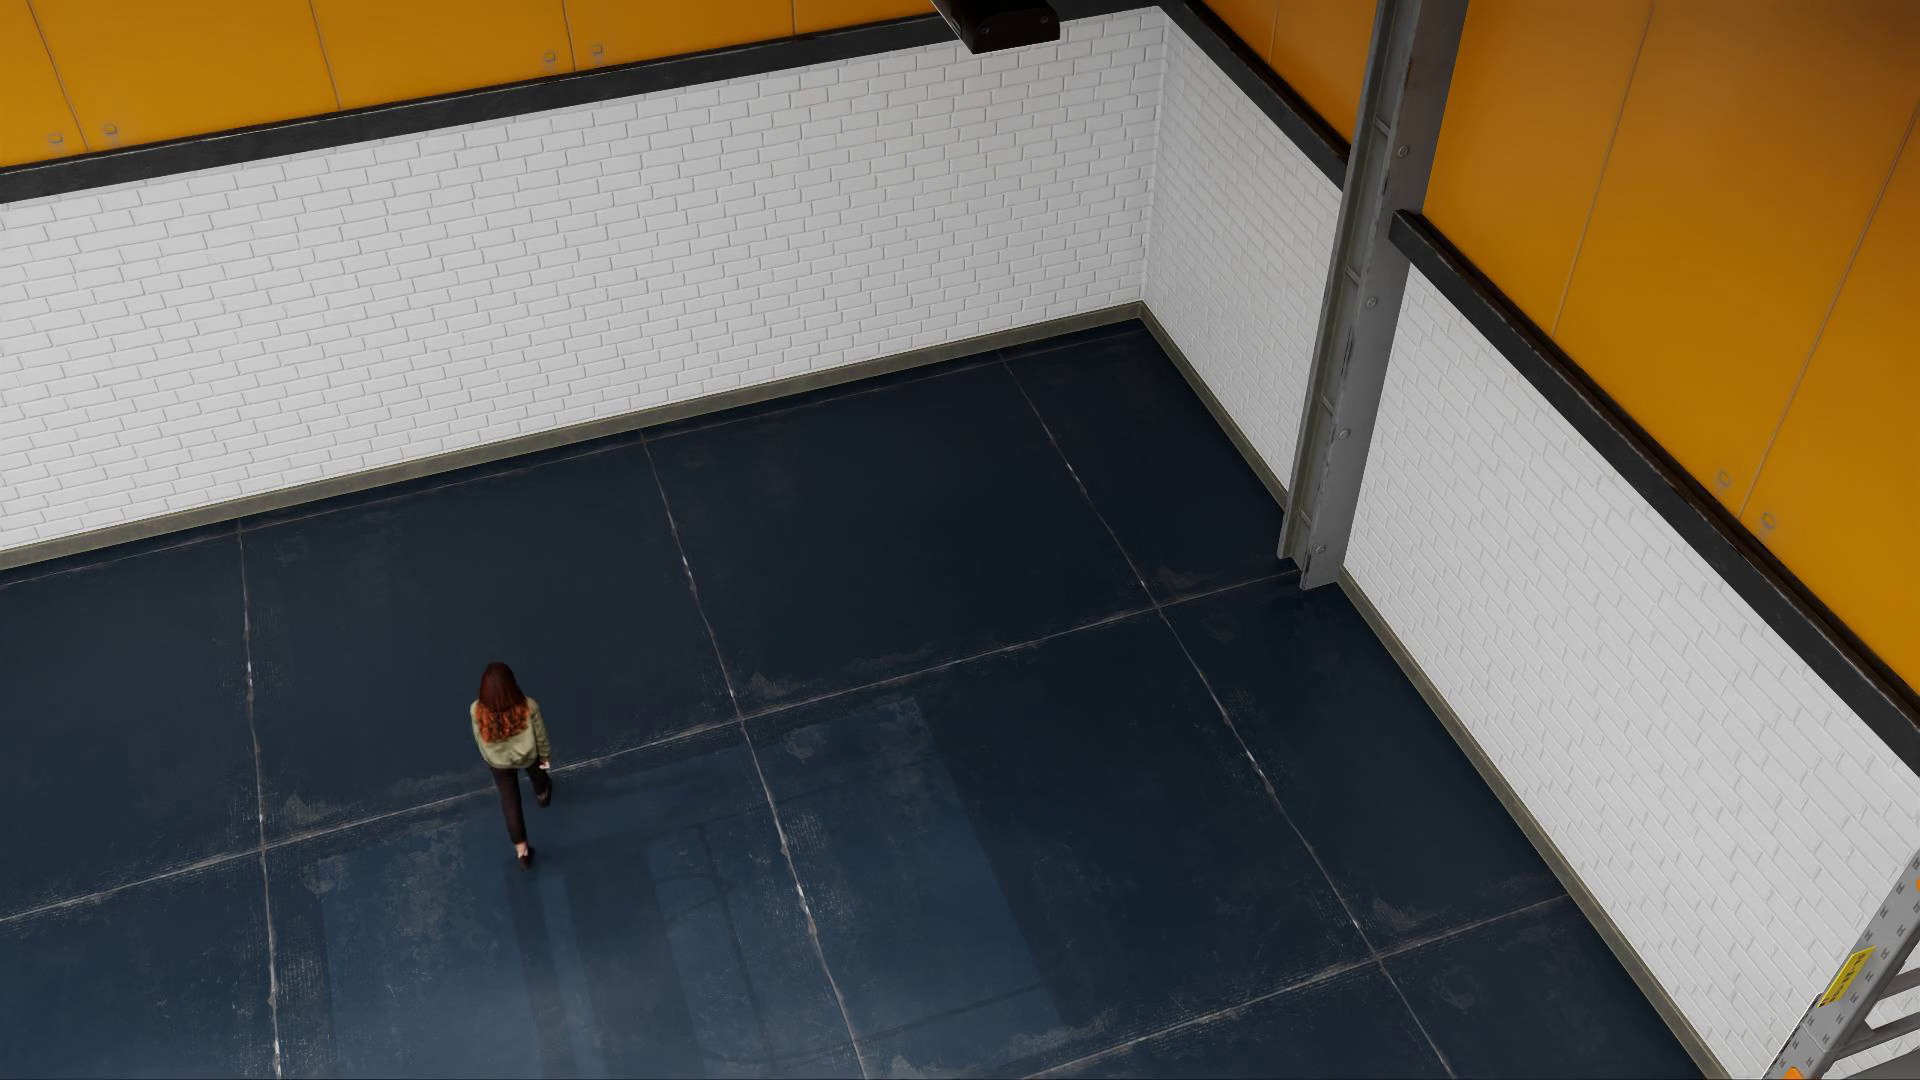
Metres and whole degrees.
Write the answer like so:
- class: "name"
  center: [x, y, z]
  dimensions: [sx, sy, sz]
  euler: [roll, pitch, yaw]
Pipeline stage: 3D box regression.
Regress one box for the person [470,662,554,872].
- class: "person"
  center: [-2.608, 1.311, 9.697]
  dimensions: [0.686, 1.445, 1.013]
  euler: [-8, 44, -8]
